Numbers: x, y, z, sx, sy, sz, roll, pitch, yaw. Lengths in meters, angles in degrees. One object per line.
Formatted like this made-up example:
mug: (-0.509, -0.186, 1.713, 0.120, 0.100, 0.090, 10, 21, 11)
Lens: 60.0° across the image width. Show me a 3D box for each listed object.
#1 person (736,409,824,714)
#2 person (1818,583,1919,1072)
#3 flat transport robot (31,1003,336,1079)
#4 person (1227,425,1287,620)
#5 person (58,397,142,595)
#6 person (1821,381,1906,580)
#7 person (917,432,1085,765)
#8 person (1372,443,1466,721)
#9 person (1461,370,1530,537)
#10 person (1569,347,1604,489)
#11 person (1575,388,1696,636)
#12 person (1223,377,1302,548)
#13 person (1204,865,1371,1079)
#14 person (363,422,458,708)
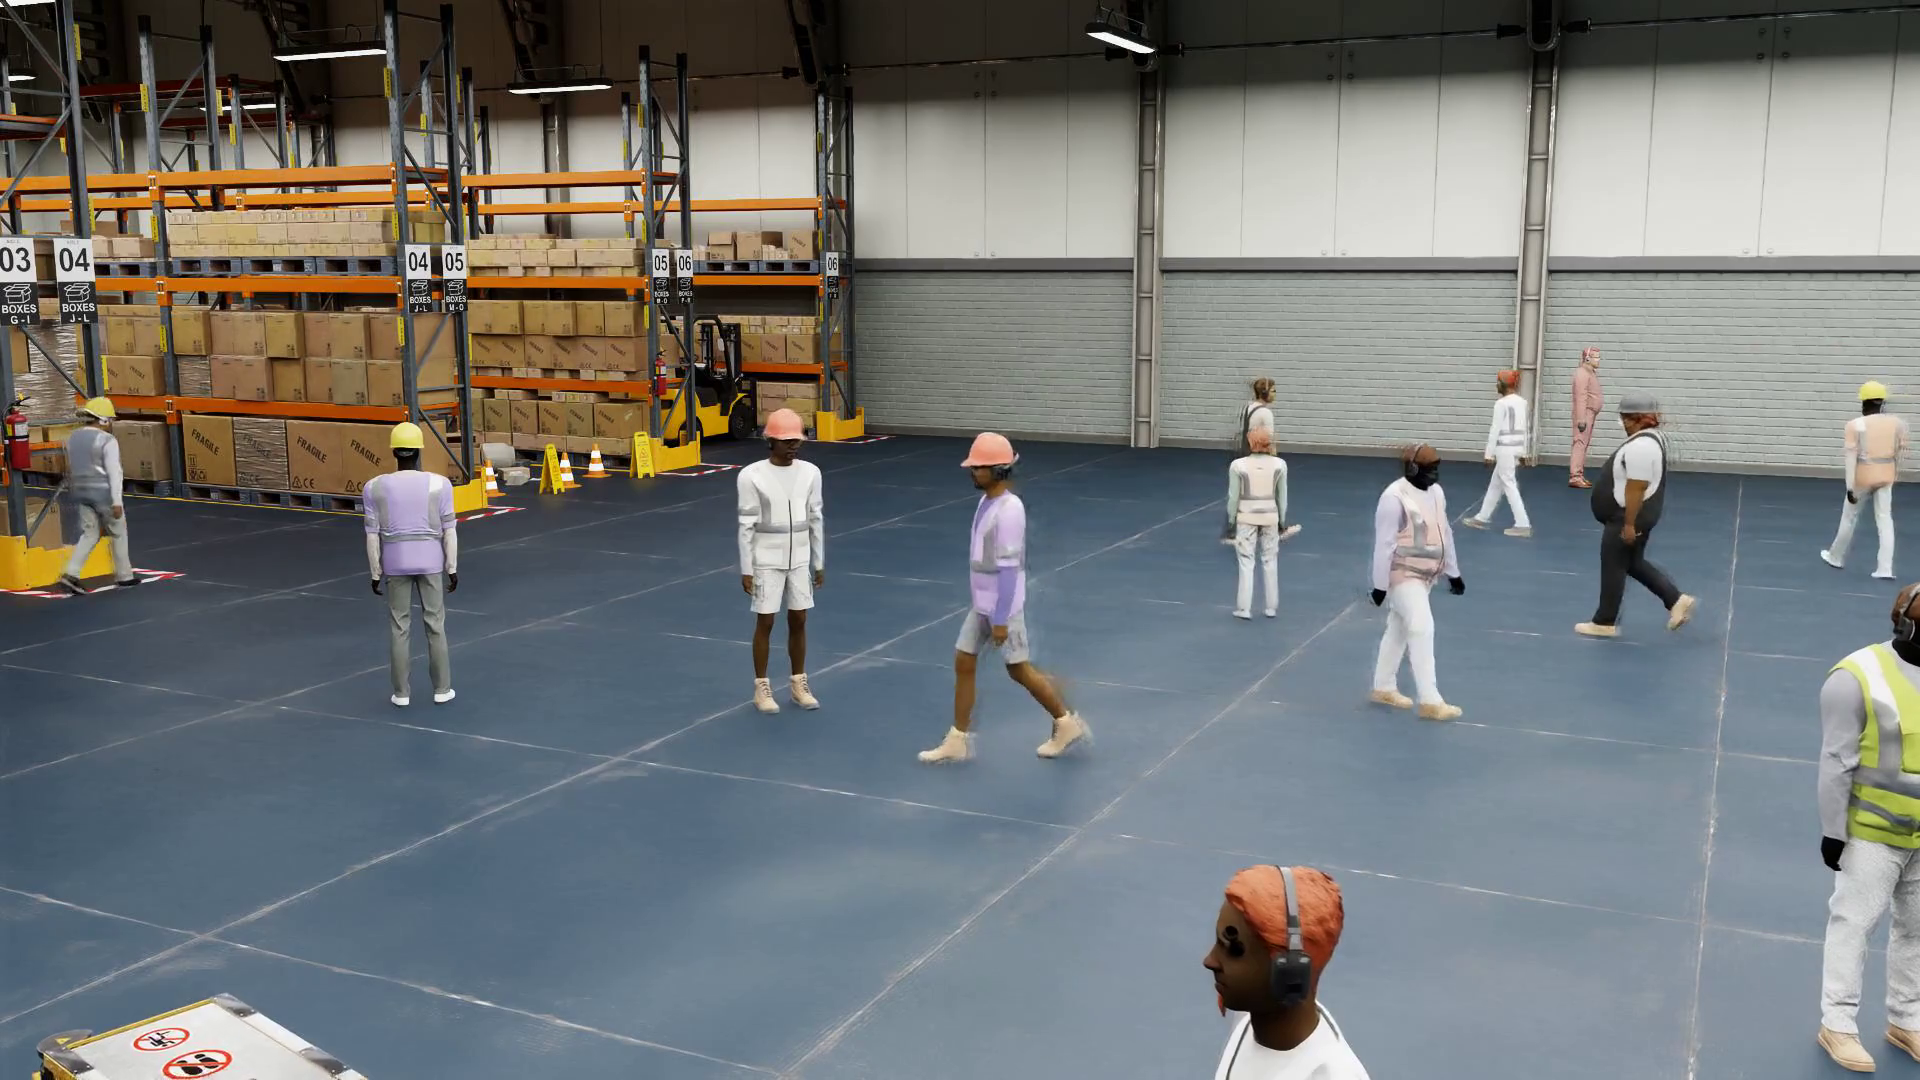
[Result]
person: (-1.174, 0.143, 11.054, 0.606, 2.035, 0.400, -5, 11, -30)
person: (3.464, 1.054, 6.107, 0.629, 1.837, 0.431, -1, 9, -5)
flat transport robot: (-2.548, 1.900, 5.675, 1.431, 0.197, 0.652, 8, 12, 41)
person: (2.505, -0.143, 14.018, 0.520, 1.639, 0.309, -1, 9, -7)
person: (-7.870, -0.395, 15.092, 0.598, 1.799, 0.732, 3, 10, 16)
person: (8.753, -0.586, 16.024, 0.594, 1.872, 1.005, 0, 9, 3)
person: (0.284, 0.352, 9.882, 1.017, 2.007, 0.620, -3, 10, -15)
person: (3.089, 0.268, 10.993, 0.827, 1.806, 0.622, 8, 12, 40)
person: (6.036, -0.976, 18.544, 0.897, 1.838, 0.599, 9, 13, 42)
person: (8.464, -1.653, 22.458, 0.402, 1.906, 0.652, 5, 10, 27)
person: (5.425, -0.220, 13.261, 0.794, 2.000, 0.693, 5, 11, 30)
person: (3.237, -0.814, 17.620, 0.985, 1.796, 0.524, -2, 10, -13)
person: (0.591, 1.512, 3.126, 0.359, 1.883, 0.573, -1, 9, -5)
person: (-3.686, 0.172, 11.207, 0.587, 1.927, 0.364, -3, 10, -17)
